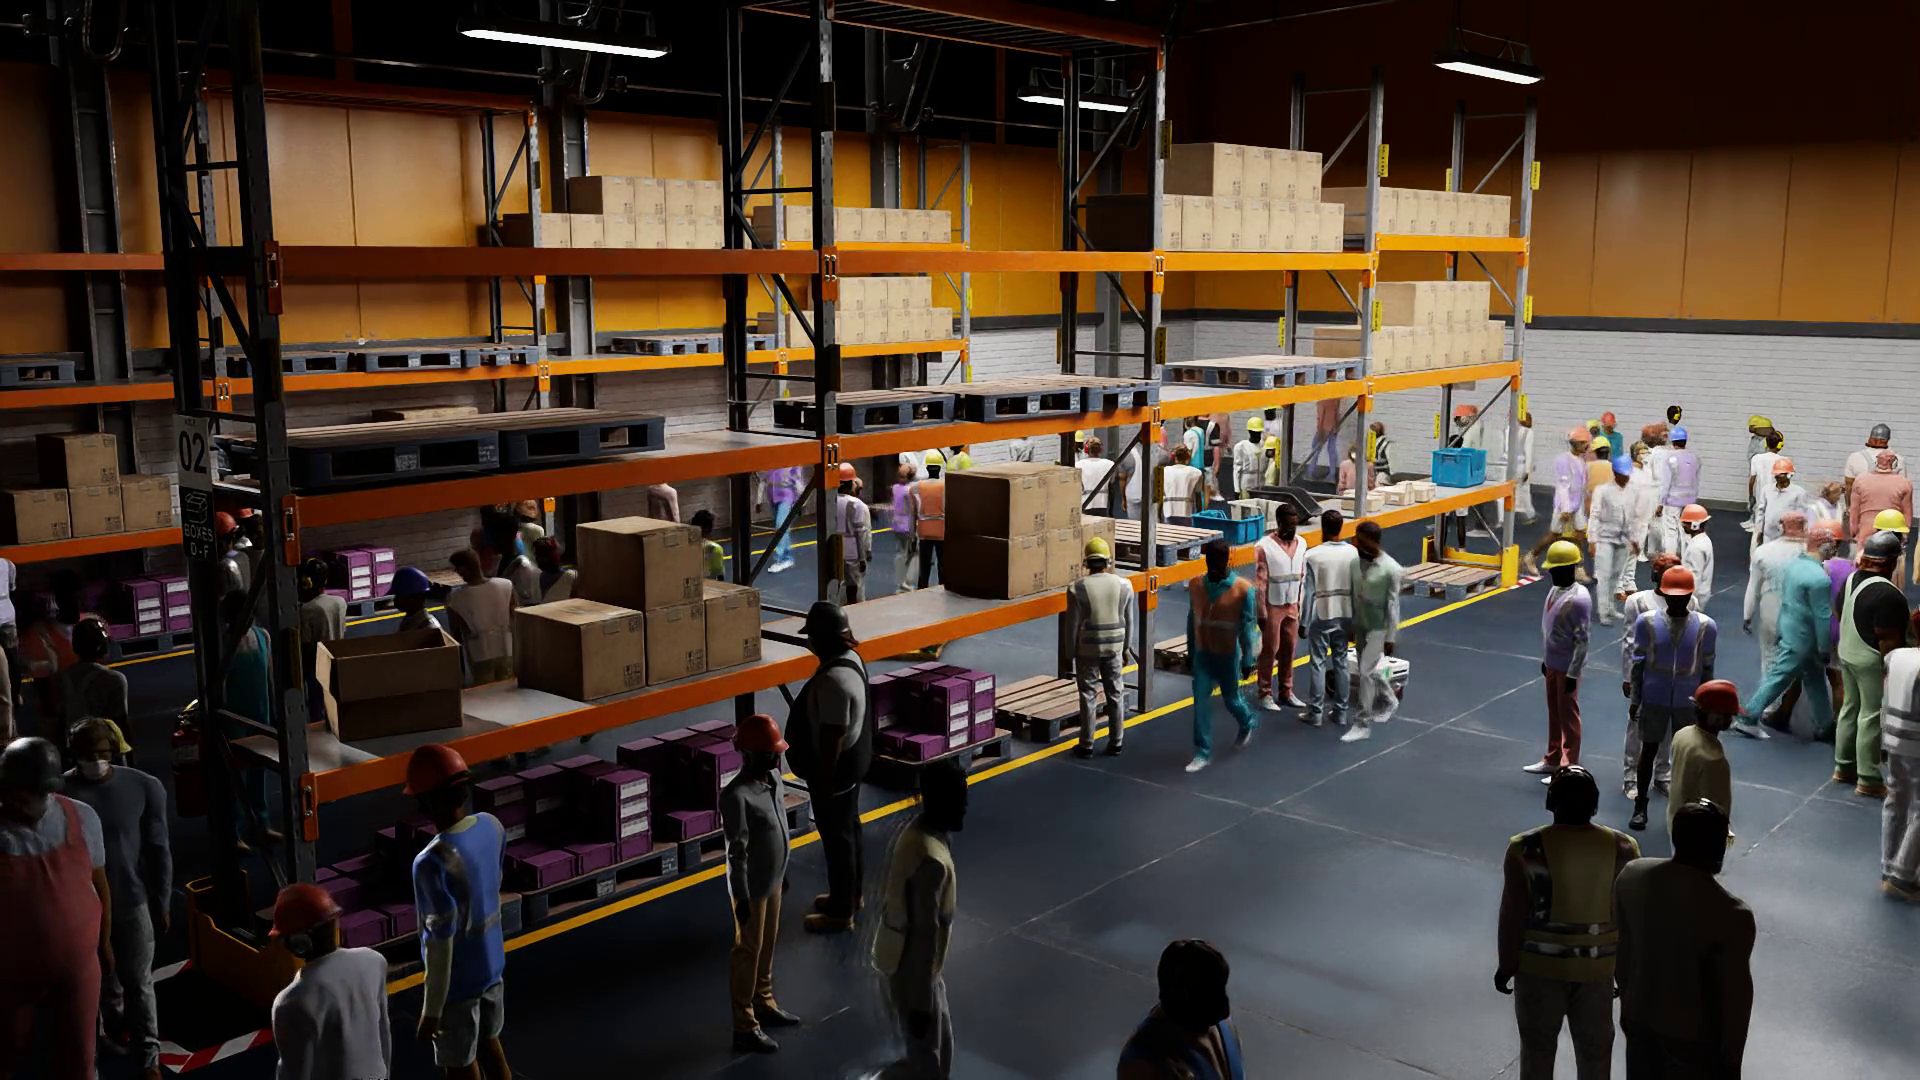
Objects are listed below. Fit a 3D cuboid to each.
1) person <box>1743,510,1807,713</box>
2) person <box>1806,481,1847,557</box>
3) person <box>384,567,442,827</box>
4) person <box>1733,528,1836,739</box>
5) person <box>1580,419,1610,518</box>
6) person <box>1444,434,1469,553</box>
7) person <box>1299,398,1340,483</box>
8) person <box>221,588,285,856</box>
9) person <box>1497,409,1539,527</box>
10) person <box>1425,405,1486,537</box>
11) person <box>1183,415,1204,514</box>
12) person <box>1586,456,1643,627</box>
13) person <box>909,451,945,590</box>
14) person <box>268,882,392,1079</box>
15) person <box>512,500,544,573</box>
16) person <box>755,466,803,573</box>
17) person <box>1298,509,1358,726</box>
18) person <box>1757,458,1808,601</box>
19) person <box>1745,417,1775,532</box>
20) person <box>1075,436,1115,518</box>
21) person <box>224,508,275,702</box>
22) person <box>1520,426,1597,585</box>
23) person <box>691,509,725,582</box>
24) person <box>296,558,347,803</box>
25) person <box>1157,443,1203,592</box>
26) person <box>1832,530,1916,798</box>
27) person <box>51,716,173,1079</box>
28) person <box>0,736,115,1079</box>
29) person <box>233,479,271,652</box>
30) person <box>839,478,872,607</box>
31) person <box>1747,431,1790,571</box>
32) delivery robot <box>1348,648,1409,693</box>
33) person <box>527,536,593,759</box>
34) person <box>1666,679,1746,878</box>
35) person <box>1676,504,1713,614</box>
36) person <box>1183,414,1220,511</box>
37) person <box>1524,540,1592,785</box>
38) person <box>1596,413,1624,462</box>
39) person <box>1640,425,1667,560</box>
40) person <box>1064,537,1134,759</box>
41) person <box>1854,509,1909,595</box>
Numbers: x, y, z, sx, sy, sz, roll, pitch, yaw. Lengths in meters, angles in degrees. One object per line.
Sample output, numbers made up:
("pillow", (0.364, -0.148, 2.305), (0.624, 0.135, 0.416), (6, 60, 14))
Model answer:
("person", (7.324, 0.680, 14.744), (0.692, 1.875, 0.701), (5, 11, 29))
("person", (9.816, 0.122, 18.875), (0.538, 1.587, 0.839), (-2, 10, -14))
("person", (-3.804, 1.149, 11.706), (0.391, 1.947, 0.605), (-7, 12, -37))
("person", (7.097, 0.810, 14.051), (0.999, 1.851, 0.645), (3, 10, 15))
("person", (9.365, -0.917, 24.677), (0.546, 1.737, 0.768), (2, 10, 12))
("person", (6.806, -0.611, 22.953), (0.533, 1.697, 0.322), (3, 10, 19))
("person", (6.681, -2.048, 30.747), (0.625, 1.966, 0.814), (-6, 11, -32))
("person", (-4.947, 1.237, 11.488), (0.328, 1.842, 0.516), (5, 11, 30))
("person", (8.604, -1.126, 25.642), (0.997, 1.821, 0.591), (-9, 13, -43))
("person", (7.384, -1.020, 24.644), (0.962, 1.949, 0.634), (1, 10, 9))
("person", (3.532, -1.066, 25.238), (0.325, 1.842, 0.517), (8, 12, 38))
("person", (7.347, 0.003, 18.683), (0.634, 1.916, 0.679), (-2, 10, -14))
("person", (-0.295, -0.062, 19.037), (0.582, 1.919, 0.393), (2, 10, 10))
("person", (-2.405, 2.149, 6.368), (0.408, 1.739, 0.595), (3, 10, 20))
("person", (-4.539, 0.354, 17.422), (0.507, 1.623, 0.292), (4, 10, 21))
("person", (-2.425, -0.510, 21.775), (0.601, 1.893, 0.876), (6, 11, 34))
("person", (3.256, 0.686, 14.598), (0.597, 1.909, 0.405), (-3, 10, -17))
("person", (9.725, -0.102, 19.746), (0.341, 1.750, 0.567), (-6, 11, -33))
("person", (12.076, -0.980, 25.054), (0.323, 1.737, 0.484), (8, 13, 40))
("person", (1.704, -0.397, 21.232), (0.569, 1.844, 0.377), (-3, 10, -15))
("person", (-6.499, 0.587, 15.128), (0.388, 1.929, 0.545), (-1, 10, -5))
("person", (7.674, -0.461, 21.160), (0.622, 2.008, 0.968), (-8, 13, -41))
("person", (-2.489, 0.544, 16.087), (0.536, 1.687, 0.384), (7, 12, 34))
("person", (-4.808, 1.053, 12.546), (0.330, 1.861, 0.510), (4, 10, 21))
("person", (2.701, -0.270, 20.510), (0.562, 1.838, 0.388), (2, 10, 12))
("person", (7.026, 0.932, 12.720), (0.539, 2.000, 0.688), (0, 10, 1))
("person", (-4.120, 1.779, 8.011), (0.623, 1.932, 0.367), (-5, 11, -29))
("person", (-4.192, 1.809, 7.485), (0.818, 2.000, 0.700), (8, 12, 40))
("person", (-7.392, 0.283, 17.182), (0.332, 1.843, 0.518), (6, 11, 33))
("person", (-1.203, 0.114, 18.791), (0.514, 1.644, 0.308), (7, 12, 36))
("person", (10.584, -0.496, 21.755), (0.314, 1.869, 0.537), (-8, 13, -41))
("delivery robot", (3.809, 1.177, 15.405), (0.477, 0.478, 0.707), (-6, 12, -33))
("person", (-3.327, 0.870, 13.720), (0.600, 1.823, 0.677), (6, 11, 32))
("person", (4.203, 1.637, 9.415), (0.361, 1.741, 0.562), (1, 10, 3))
("person", (7.069, 0.517, 16.087), (0.353, 1.742, 0.565), (5, 11, 26))
("person", (3.701, -1.192, 25.452), (0.615, 2.029, 0.409), (6, 11, 31))
("person", (4.680, 0.950, 12.960), (0.379, 1.924, 0.585), (0, 10, -2))
("person", (10.085, -1.119, 25.953), (0.578, 1.719, 0.580), (-2, 10, -12))
("person", (9.402, -0.628, 22.540), (0.433, 1.866, 0.620), (1, 10, 4))
("person", (1.127, 0.888, 13.628), (0.587, 1.825, 0.404), (-3, 10, -15))
("person", (8.046, 0.682, 14.549), (0.585, 1.928, 0.365), (-5, 11, -29))
